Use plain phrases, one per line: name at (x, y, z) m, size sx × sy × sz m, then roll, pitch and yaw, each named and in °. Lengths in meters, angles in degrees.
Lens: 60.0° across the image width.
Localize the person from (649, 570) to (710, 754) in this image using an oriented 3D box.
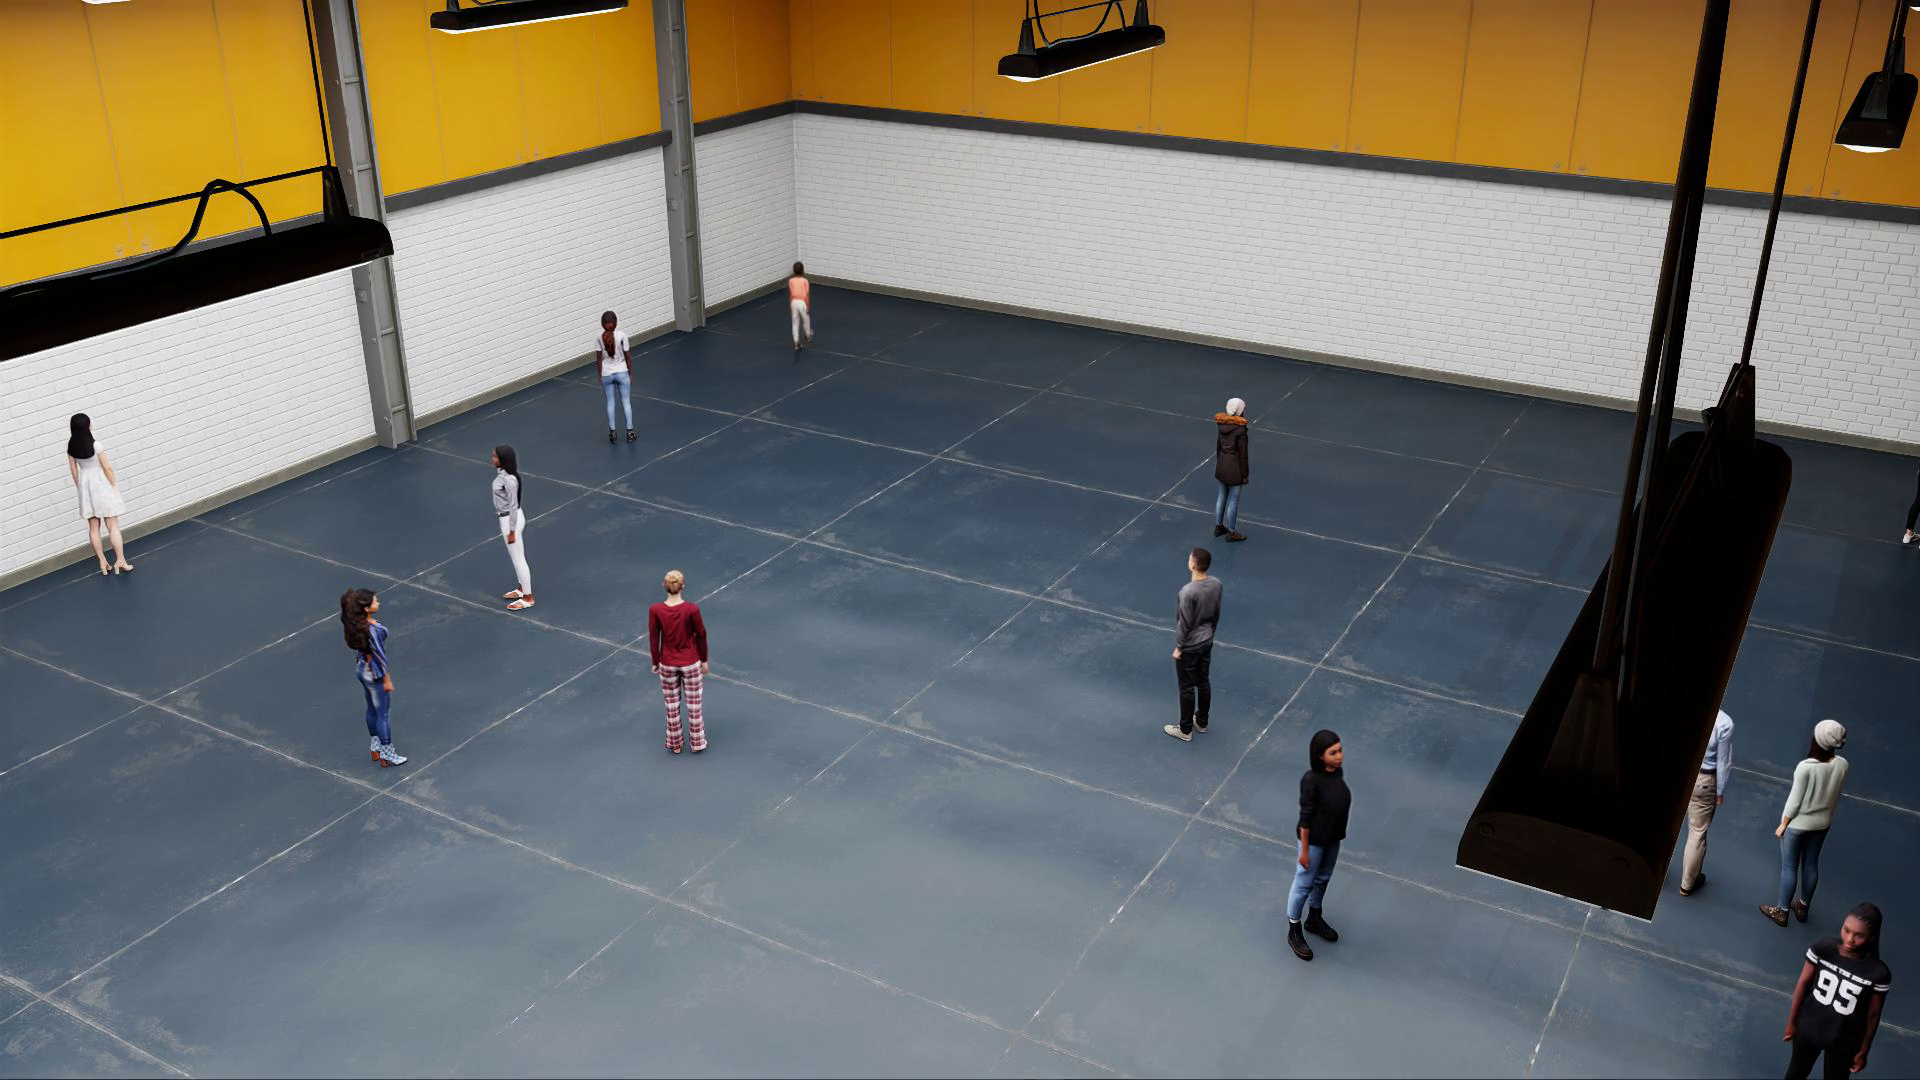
person at (-2.367, 1.016, 14.037) m, size 0.693 × 1.699 × 0.695 m, roll -1°, pitch 24°, yaw -3°

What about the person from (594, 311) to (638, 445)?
person at (-4.372, -2.074, 21.081) m, size 0.670 × 1.719 × 0.695 m, roll -1°, pitch 24°, yaw -3°

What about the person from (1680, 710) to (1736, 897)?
person at (5.348, 1.752, 12.168) m, size 0.648 × 1.848 × 0.611 m, roll 15°, pitch 28°, yaw 31°

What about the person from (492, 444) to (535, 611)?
person at (-4.496, -0.151, 16.675) m, size 0.706 × 1.724 × 0.670 m, roll -9°, pitch 25°, yaw -19°

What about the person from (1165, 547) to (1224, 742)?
person at (2.019, 0.881, 14.267) m, size 0.604 × 1.761 × 0.750 m, roll -18°, pitch 29°, yaw -35°

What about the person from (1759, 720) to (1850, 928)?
person at (6.039, 1.999, 11.855) m, size 0.639 × 1.645 × 0.692 m, roll -5°, pitch 24°, yaw -12°

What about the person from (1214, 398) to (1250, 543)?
person at (2.978, -0.785, 18.238) m, size 0.761 × 1.634 × 0.737 m, roll -14°, pitch 27°, yaw -30°

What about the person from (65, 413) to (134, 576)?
person at (-9.012, -0.481, 17.367) m, size 0.759 × 1.774 × 0.784 m, roll 2°, pitch 24°, yaw 4°

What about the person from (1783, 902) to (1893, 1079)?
person at (5.094, 2.881, 9.735) m, size 0.665 × 1.728 × 0.649 m, roll 21°, pitch 31°, yaw 39°

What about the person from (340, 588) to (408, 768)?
person at (-4.888, 1.131, 13.880) m, size 0.662 × 1.614 × 0.674 m, roll -18°, pitch 29°, yaw -36°

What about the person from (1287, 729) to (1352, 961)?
person at (2.494, 2.086, 11.585) m, size 0.573 × 1.702 × 0.690 m, roll -19°, pitch 30°, yaw -37°

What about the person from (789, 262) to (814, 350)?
person at (-2.413, -3.478, 24.842) m, size 0.669 × 1.278 × 0.939 m, roll 5°, pitch 24°, yaw 12°
